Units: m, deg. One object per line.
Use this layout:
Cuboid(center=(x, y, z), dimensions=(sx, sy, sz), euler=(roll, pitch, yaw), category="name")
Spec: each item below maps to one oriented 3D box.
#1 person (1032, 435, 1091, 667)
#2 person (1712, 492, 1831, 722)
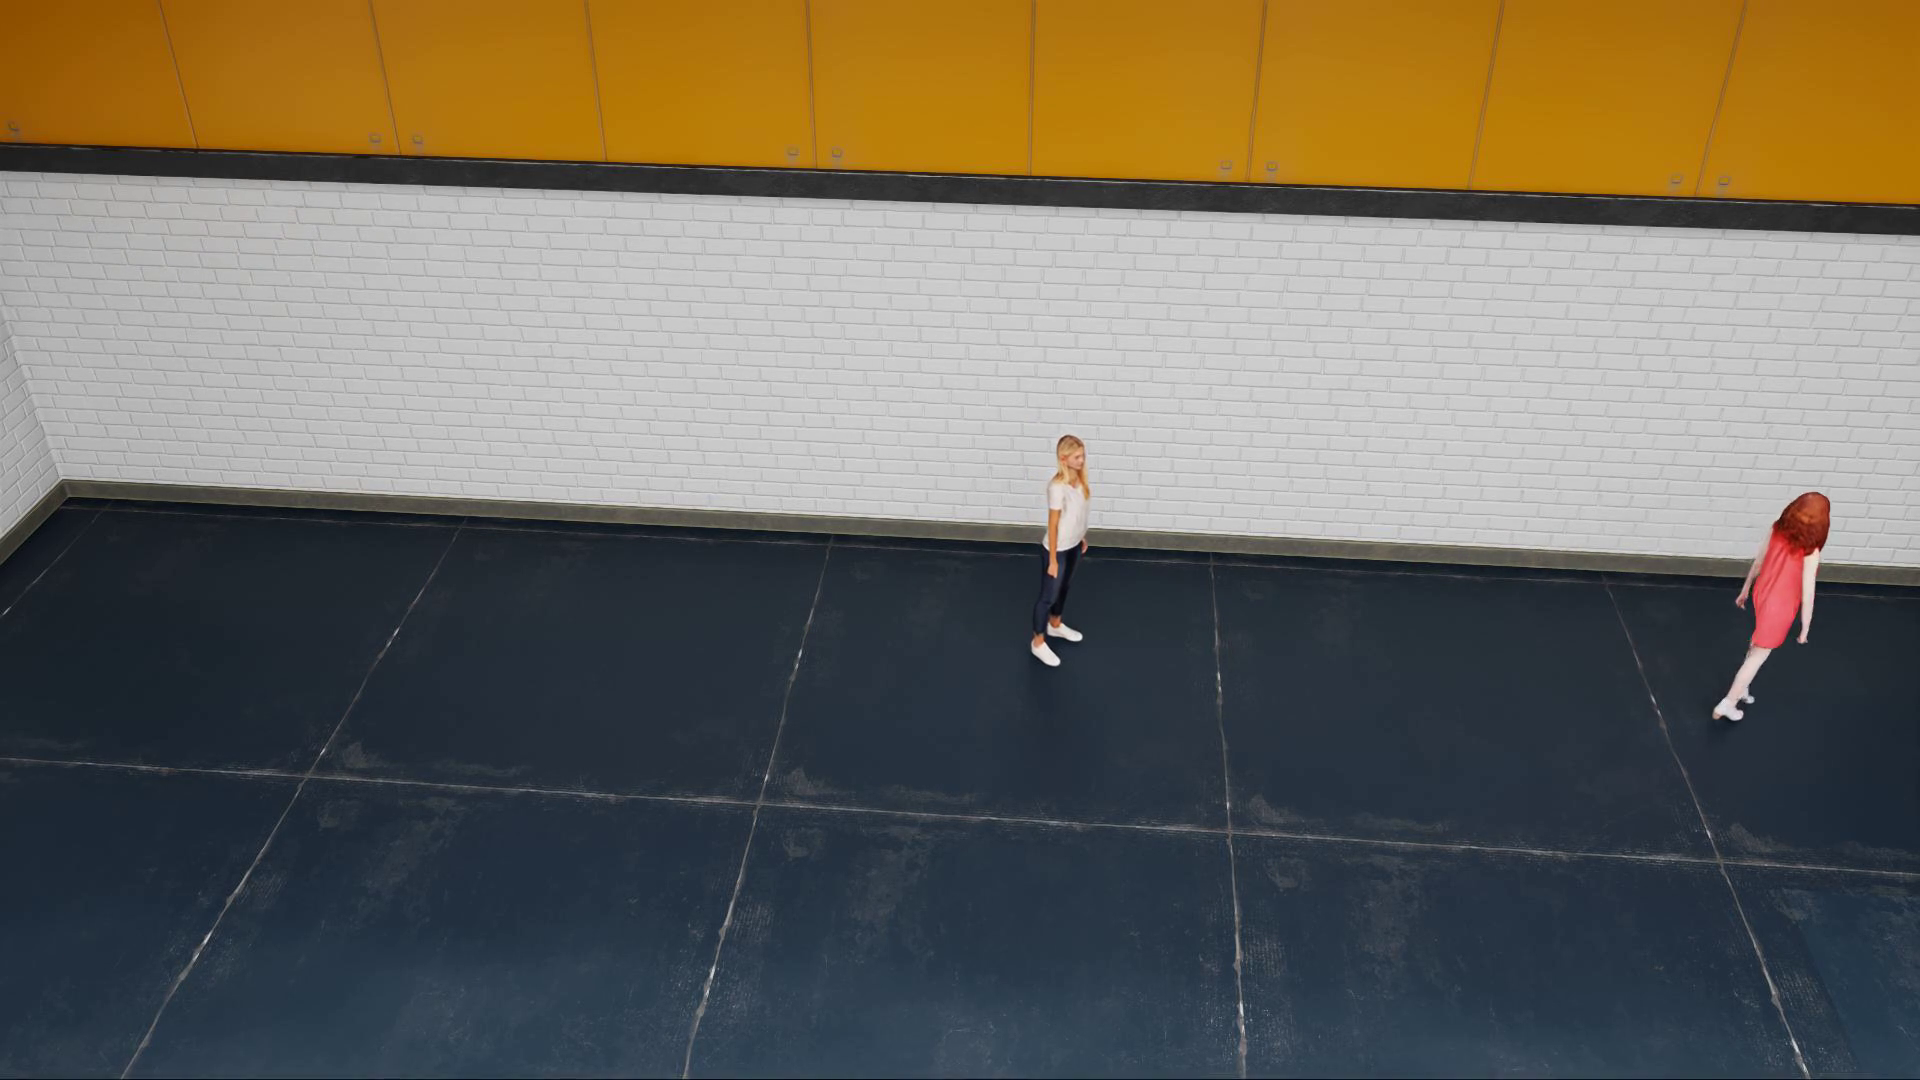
Cuboid(center=(0.696, 0.046, 11.532), dimensions=(0.738, 1.802, 0.626), euler=(19, 38, 26), category="person")
Cuboid(center=(5.229, 0.479, 10.873), dimensions=(0.800, 1.810, 0.692), euler=(-8, 34, -12), category="person")
